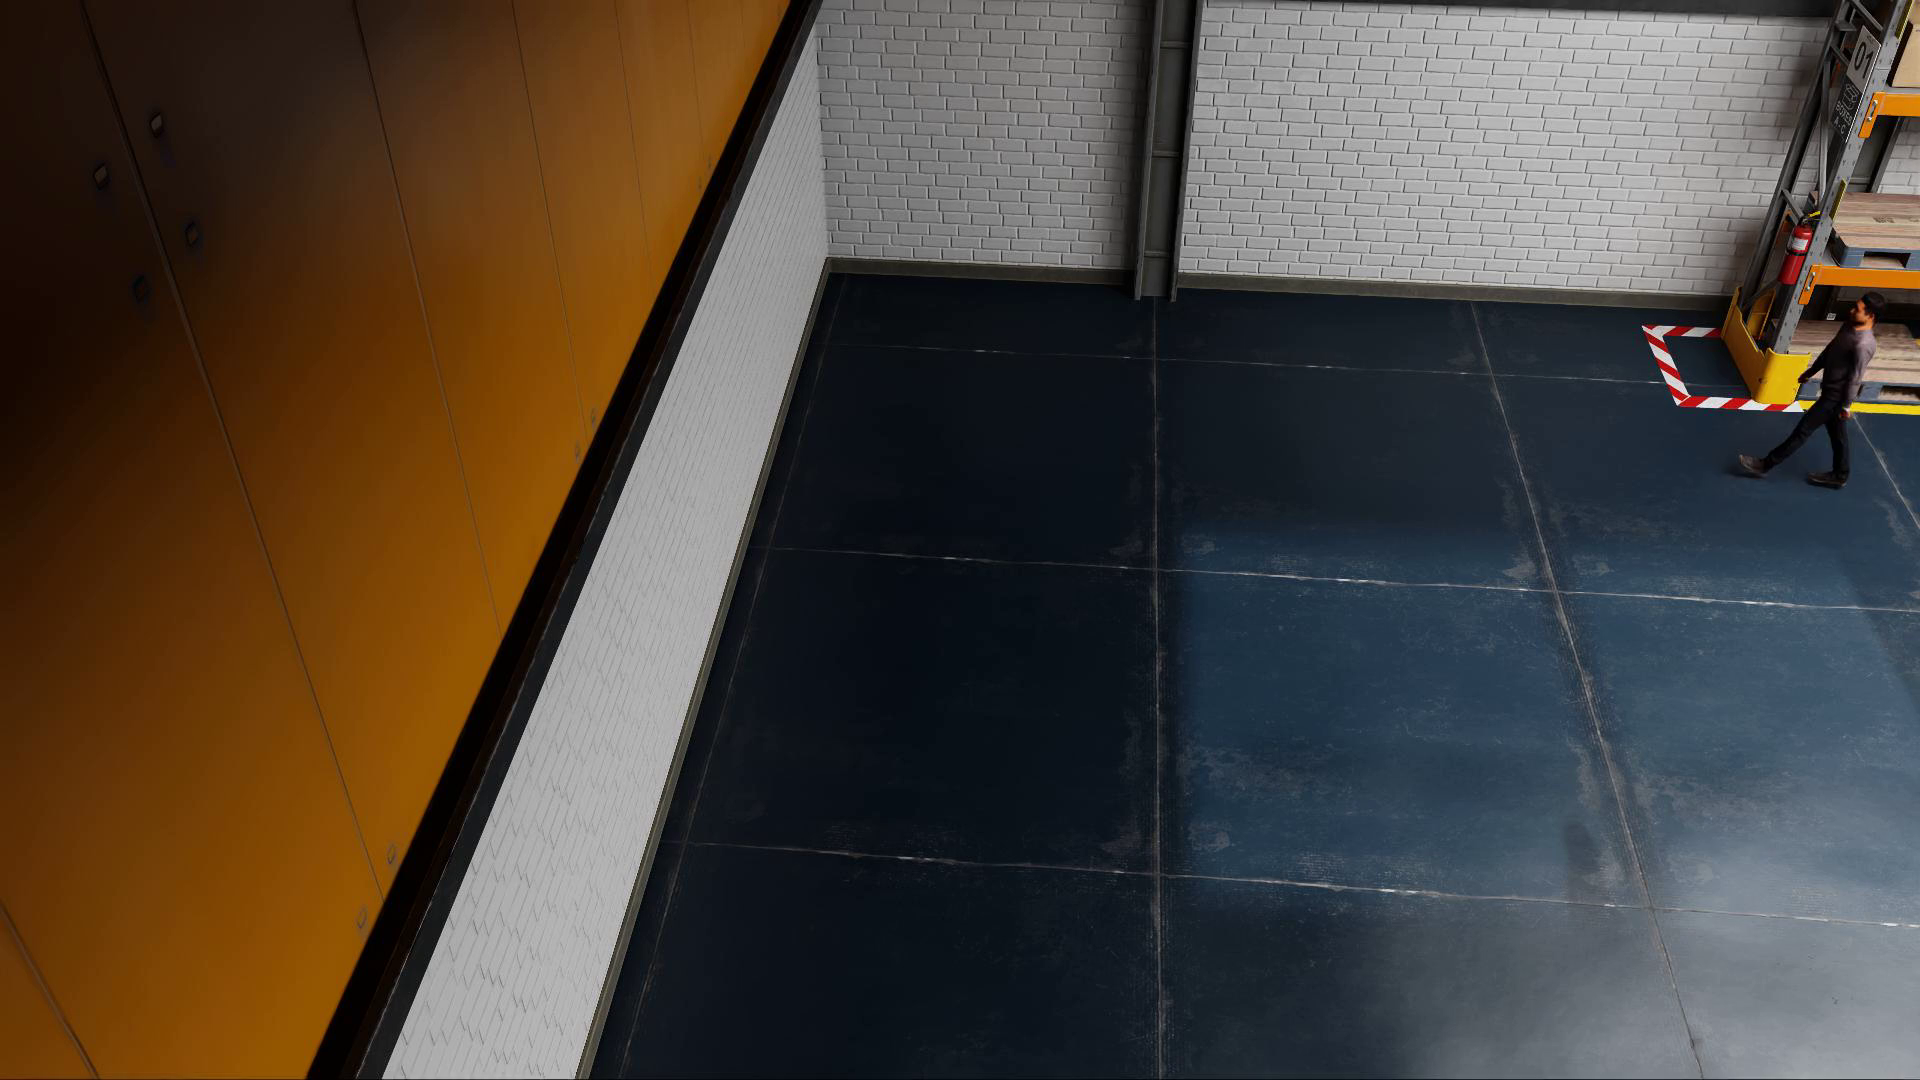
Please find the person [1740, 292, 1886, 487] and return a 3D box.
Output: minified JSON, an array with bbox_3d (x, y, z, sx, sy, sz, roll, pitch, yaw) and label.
[{"bbox_3d":[6.960,-1.136,13.028,0.836,1.731,1.147,4,39,5],"label":"person"}]
